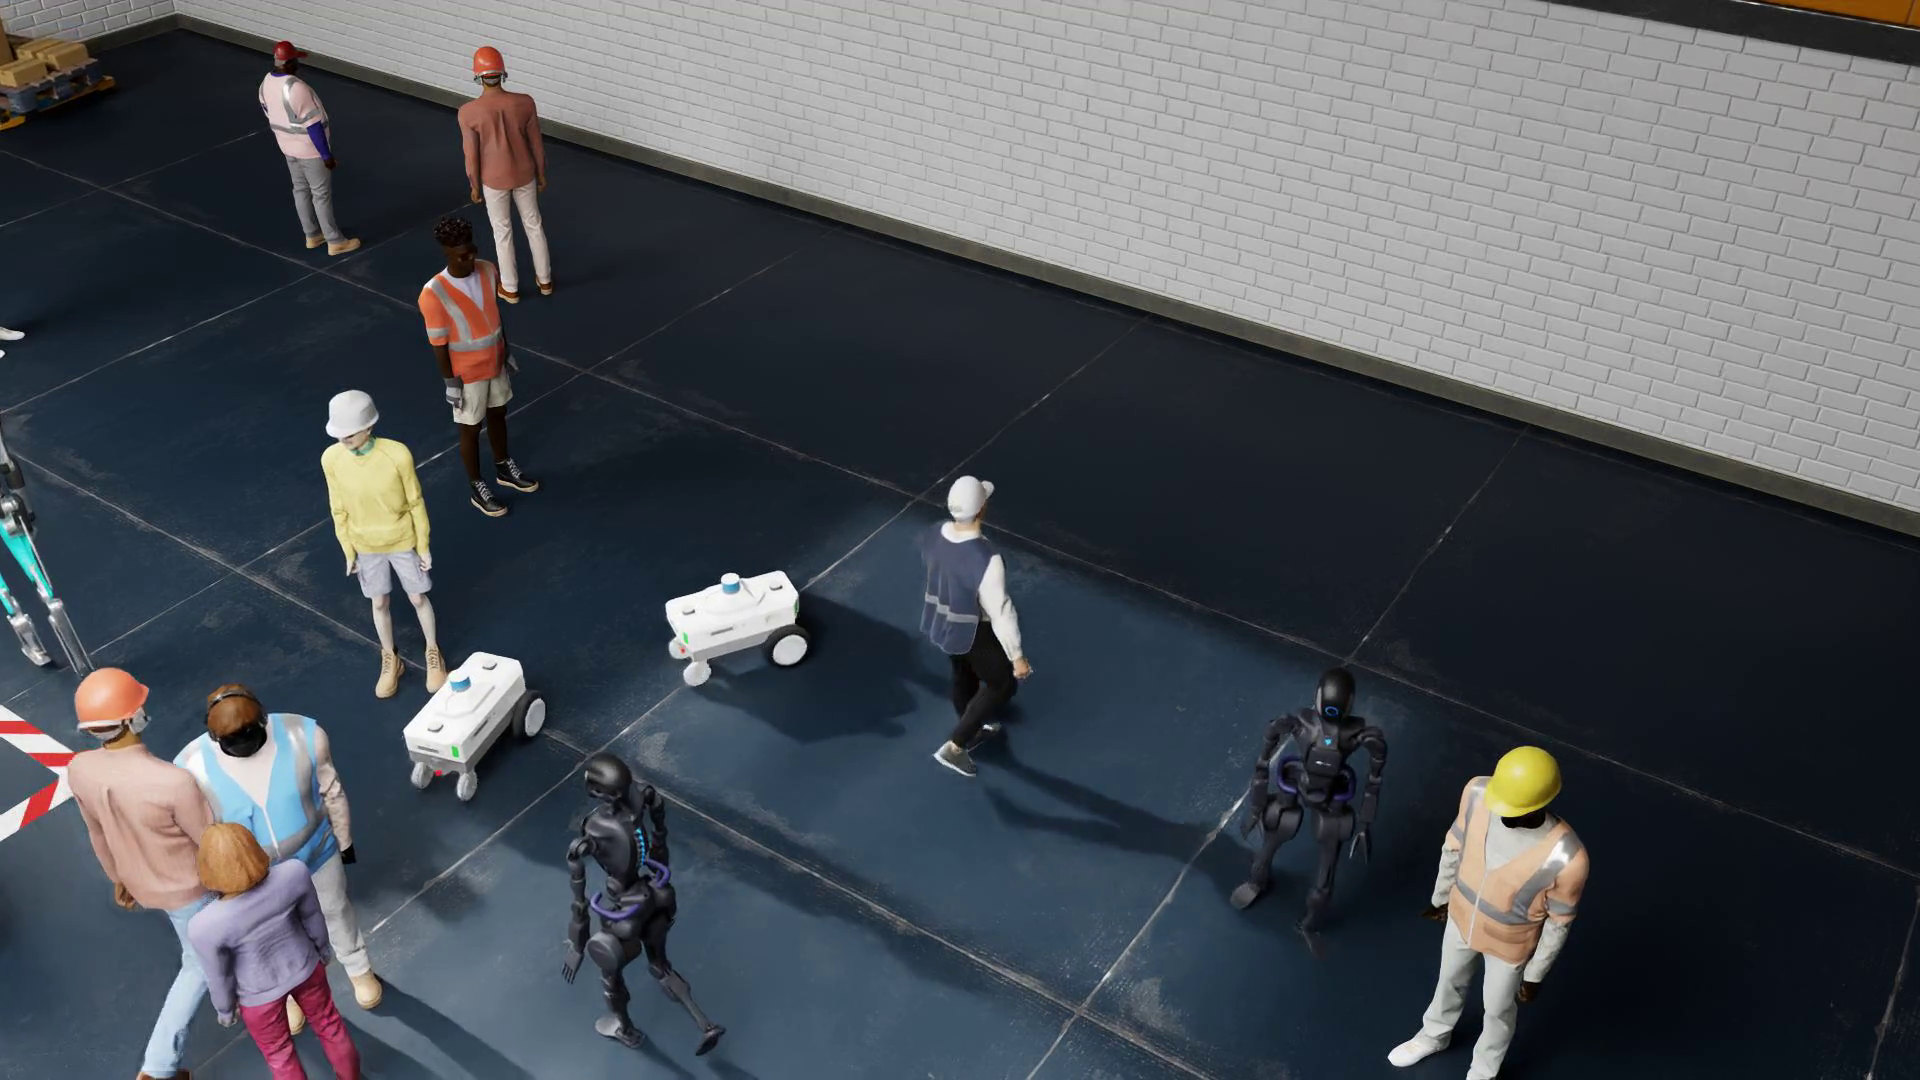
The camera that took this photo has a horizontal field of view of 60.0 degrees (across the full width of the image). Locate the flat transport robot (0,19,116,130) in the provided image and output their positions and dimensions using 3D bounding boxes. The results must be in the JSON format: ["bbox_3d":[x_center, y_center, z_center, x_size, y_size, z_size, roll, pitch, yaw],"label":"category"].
[{"bbox_3d":[-9.260,-4.447,16.619,0.659,0.231,1.431,14,37,19],"label":"flat transport robot"}]

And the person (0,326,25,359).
[{"bbox_3d":[-7.287,-2.224,12.042,0.327,1.876,0.514,1,35,2],"label":"person"}]

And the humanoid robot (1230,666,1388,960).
[{"bbox_3d":[1.559,1.153,7.398,0.587,1.648,0.461,6,35,9],"label":"humanoid robot"}]

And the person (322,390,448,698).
[{"bbox_3d":[-3.050,0.013,8.834,0.473,1.888,0.398,-4,35,-5],"label":"person"}]

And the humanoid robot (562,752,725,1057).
[{"bbox_3d":[-1.321,1.562,6.819,0.623,1.637,0.595,20,39,26],"label":"humanoid robot"}]

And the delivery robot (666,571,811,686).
[{"bbox_3d":[-1.248,0.457,9.377,0.807,0.613,0.499,-16,38,-21],"label":"delivery robot"}]

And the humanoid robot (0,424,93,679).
[{"bbox_3d":[-5.161,0.061,9.001,0.749,1.900,0.542,27,43,33],"label":"humanoid robot"}]

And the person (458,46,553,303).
[{"bbox_3d":[-3.466,-2.785,12.740,0.620,1.993,0.379,-19,39,-25],"label":"person"}]

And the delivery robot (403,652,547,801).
[{"bbox_3d":[-2.556,0.925,8.708,0.499,0.613,0.797,11,36,15],"label":"delivery robot"}]

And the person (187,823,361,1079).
[{"bbox_3d":[-2.704,1.736,6.589,0.264,1.631,0.506,26,43,32],"label":"person"}]

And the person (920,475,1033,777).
[{"bbox_3d":[0.060,0.445,8.341,0.501,1.738,0.758,-25,42,-31],"label":"person"}]

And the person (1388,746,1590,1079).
[{"bbox_3d":[2.110,1.544,6.621,0.379,1.917,0.584,-22,41,-29],"label":"person"}]

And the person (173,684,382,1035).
[{"bbox_3d":[-2.858,1.334,6.994,0.627,1.835,0.429,-17,38,-22],"label":"person"}]

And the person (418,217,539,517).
[{"bbox_3d":[-2.998,-1.090,10.343,0.368,1.966,0.605,16,38,22],"label":"person"}]

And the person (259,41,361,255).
[{"bbox_3d":[-5.307,-3.181,13.518,0.605,1.749,0.419,21,40,27],"label":"person"}]

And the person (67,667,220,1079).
[{"bbox_3d":[-3.272,1.411,6.782,0.626,1.957,0.920,14,37,19],"label":"person"}]
